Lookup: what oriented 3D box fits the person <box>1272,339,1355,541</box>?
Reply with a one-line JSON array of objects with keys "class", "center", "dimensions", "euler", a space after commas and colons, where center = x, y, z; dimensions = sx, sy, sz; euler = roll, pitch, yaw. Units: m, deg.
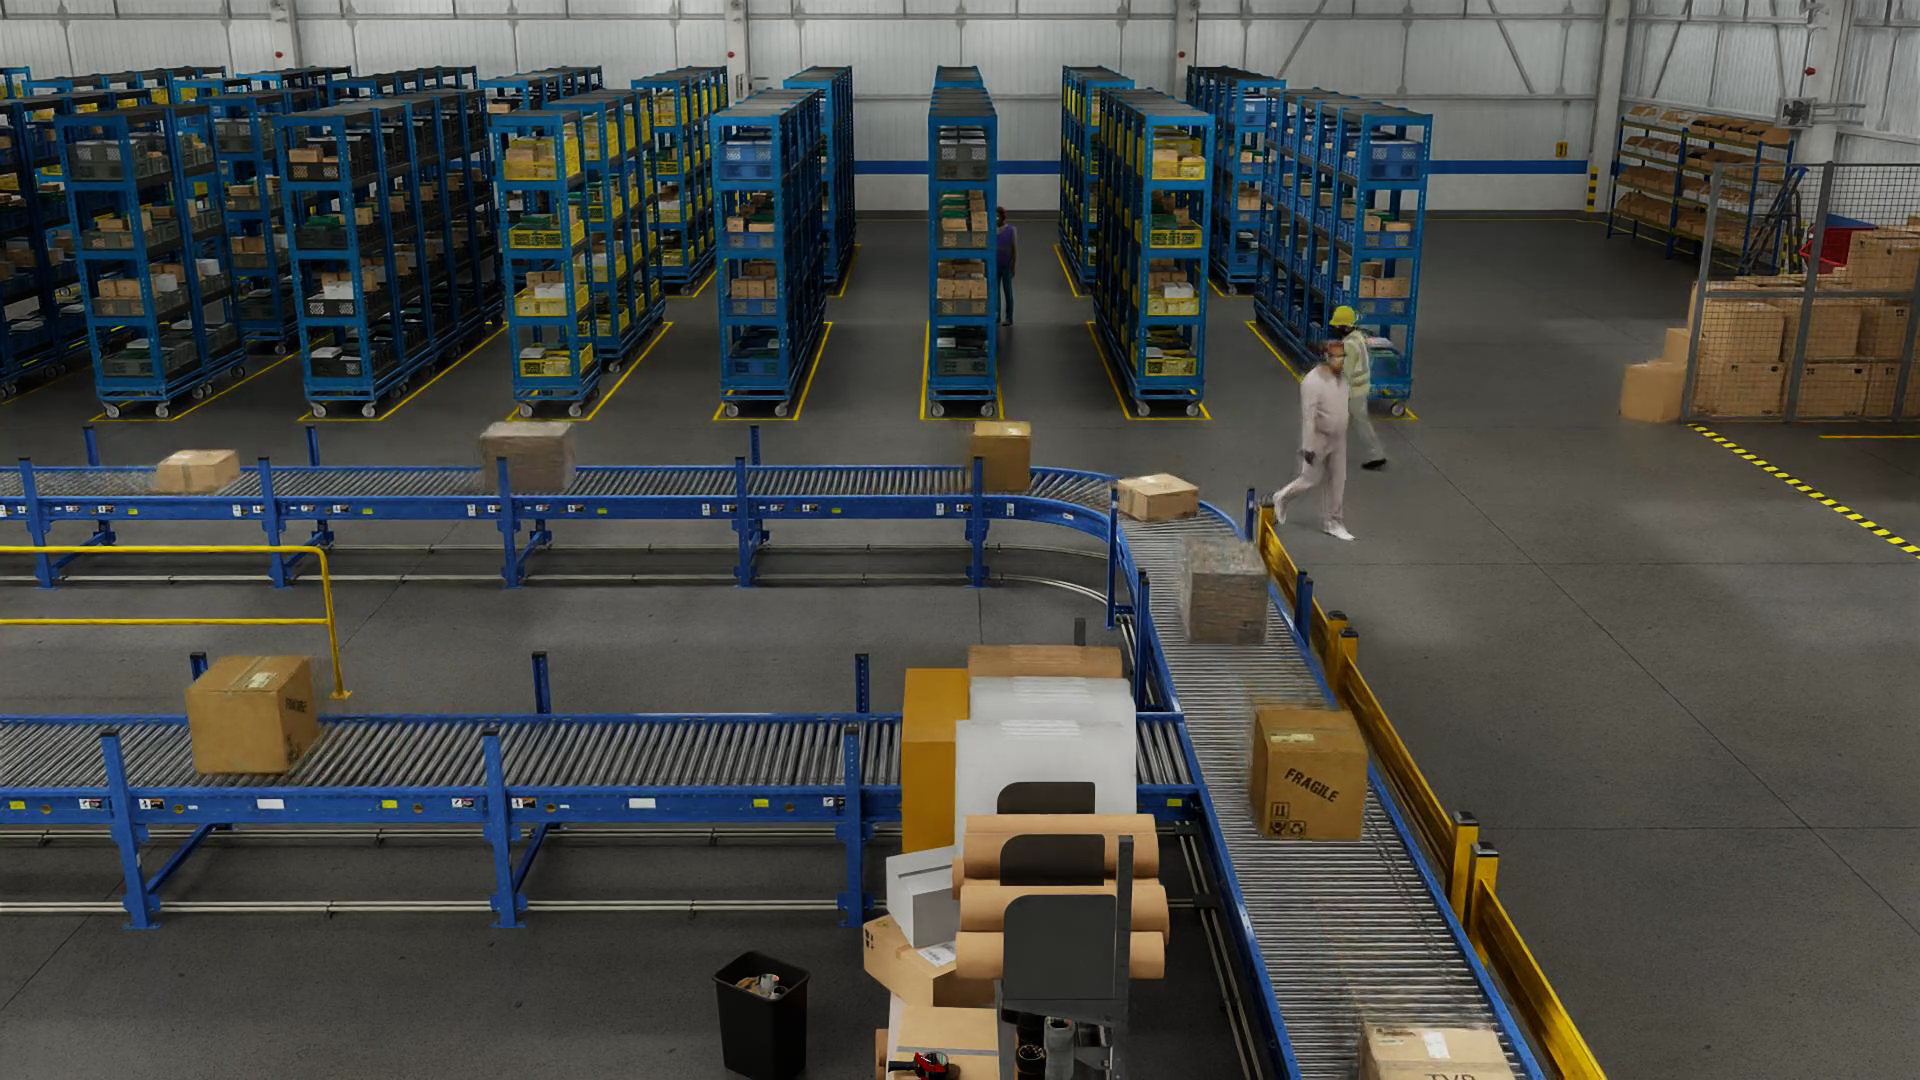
[{"class": "person", "center": [3.363, -0.959, 15.547], "dimensions": [0.651, 1.886, 0.791], "euler": [-14, 23, -37]}]

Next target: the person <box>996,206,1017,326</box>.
[{"class": "person", "center": [0.636, -4.253, 25.778], "dimensions": [0.577, 1.831, 0.396], "euler": [11, 21, 30]}]

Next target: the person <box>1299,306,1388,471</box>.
[{"class": "person", "center": [4.177, -1.620, 17.755], "dimensions": [0.957, 1.773, 0.627], "euler": [4, 18, 11]}]
